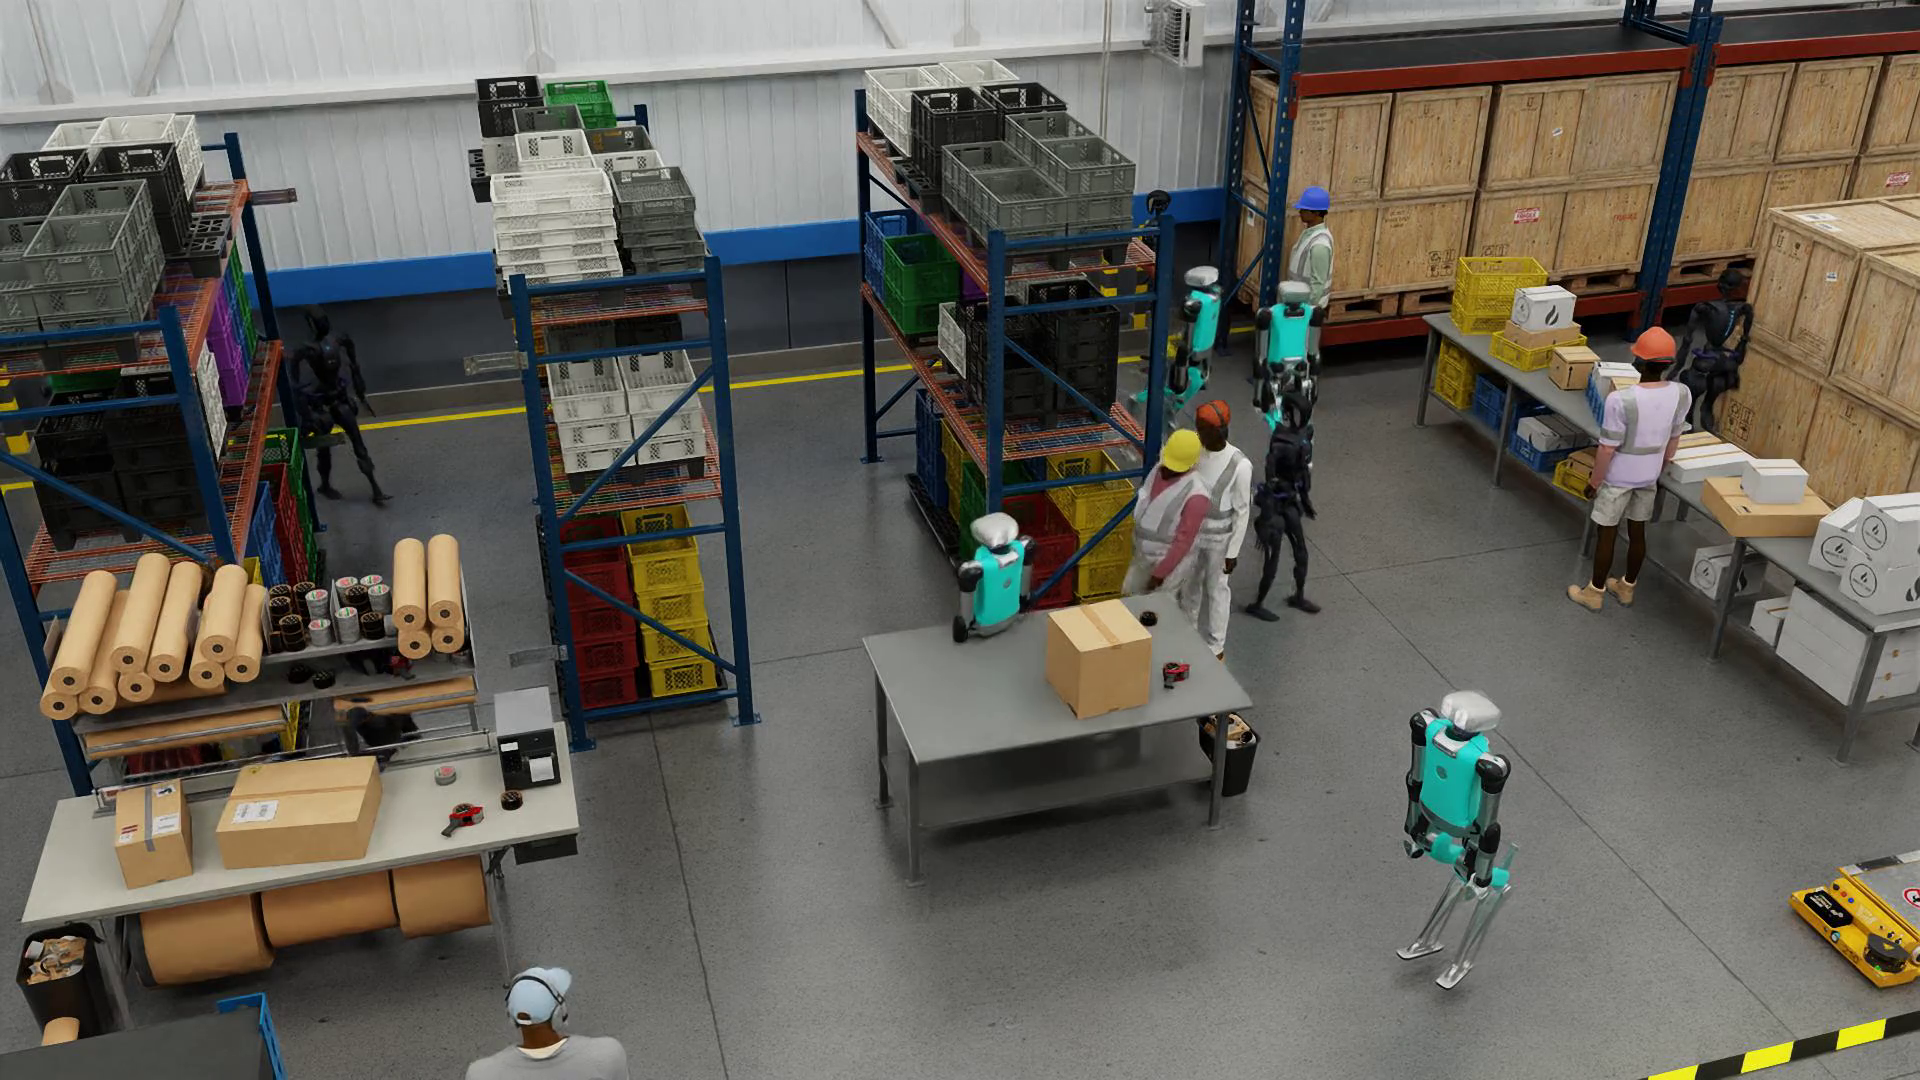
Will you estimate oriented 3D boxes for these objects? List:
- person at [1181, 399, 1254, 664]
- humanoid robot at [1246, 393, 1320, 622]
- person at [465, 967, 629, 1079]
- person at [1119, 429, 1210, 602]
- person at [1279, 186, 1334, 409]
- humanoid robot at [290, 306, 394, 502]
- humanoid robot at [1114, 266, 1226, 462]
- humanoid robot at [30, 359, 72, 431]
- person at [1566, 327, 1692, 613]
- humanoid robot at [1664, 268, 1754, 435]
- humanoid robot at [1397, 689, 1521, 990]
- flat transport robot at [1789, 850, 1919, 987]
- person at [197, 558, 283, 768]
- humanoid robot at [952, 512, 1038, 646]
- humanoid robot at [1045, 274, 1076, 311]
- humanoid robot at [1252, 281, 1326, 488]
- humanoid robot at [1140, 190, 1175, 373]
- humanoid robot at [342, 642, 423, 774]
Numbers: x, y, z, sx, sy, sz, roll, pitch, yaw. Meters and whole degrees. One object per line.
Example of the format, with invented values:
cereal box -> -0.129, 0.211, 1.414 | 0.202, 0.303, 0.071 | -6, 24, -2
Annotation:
person -> 1.556, -0.029, 10.534 | 0.355, 1.887, 0.573 | -20, 35, -32
humanoid robot -> 2.178, -0.204, 11.065 | 0.374, 1.647, 0.611 | 22, 36, 34
person -> -1.491, 2.338, 6.266 | 0.587, 1.849, 0.396 | -7, 30, -12
person -> 1.228, 0.074, 10.481 | 0.502, 1.767, 0.652 | -11, 31, -19
person -> 2.953, -2.057, 14.162 | 0.382, 1.948, 0.604 | 0, 29, 1
humanoid robot -> -4.718, -1.005, 12.558 | 0.755, 1.625, 0.592 | 22, 35, 34
humanoid robot -> 1.602, -1.359, 13.143 | 0.999, 1.776, 0.533 | 19, 34, 30
humanoid robot -> -6.339, -0.921, 12.364 | 0.530, 1.805, 0.798 | 6, 29, 10
person -> 4.481, -0.456, 11.152 | 0.606, 2.044, 0.371 | -7, 30, -13
humanoid robot -> 5.910, -1.346, 13.148 | 0.611, 1.651, 0.353 | -4, 29, -6
humanoid robot -> 2.475, 1.388, 7.974 | 0.735, 1.675, 0.533 | -17, 33, -28
flat transport robot -> 5.163, 1.916, 8.676 | 1.431, 0.231, 0.659 | -8, 30, -14
person -> -3.862, 0.934, 8.848 | 0.526, 1.823, 0.645 | -20, 35, -32
humanoid robot -> 0.040, 0.558, 9.635 | 0.574, 1.791, 0.822 | -22, 35, -34
humanoid robot -> 0.746, -1.697, 13.803 | 0.604, 1.635, 0.430 | -26, 38, -38
humanoid robot -> 2.508, -0.965, 12.398 | 0.550, 1.793, 0.866 | -5, 29, -9
humanoid robot -> 1.756, -2.322, 14.908 | 0.315, 1.657, 0.599 | 5, 29, 8
humanoid robot -> -2.953, 1.215, 8.539 | 0.782, 1.628, 0.601 | 6, 29, 10
